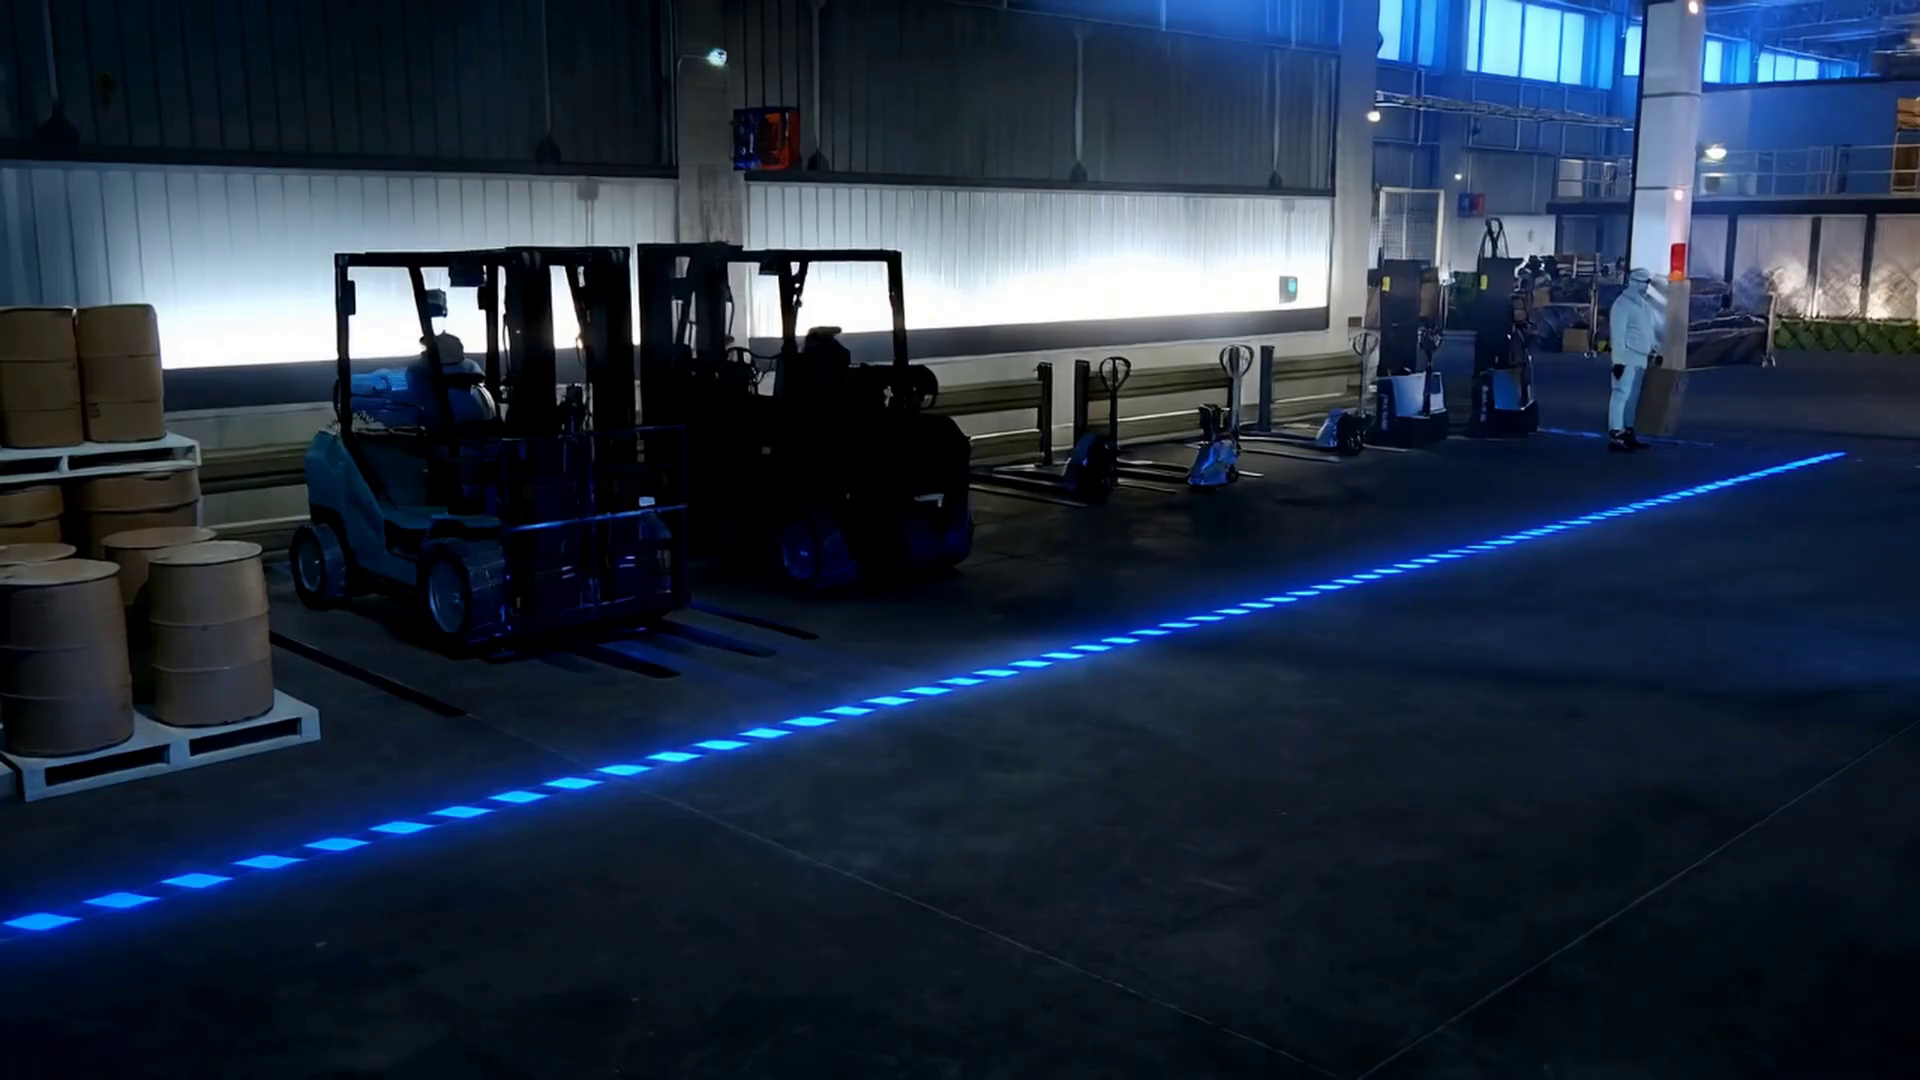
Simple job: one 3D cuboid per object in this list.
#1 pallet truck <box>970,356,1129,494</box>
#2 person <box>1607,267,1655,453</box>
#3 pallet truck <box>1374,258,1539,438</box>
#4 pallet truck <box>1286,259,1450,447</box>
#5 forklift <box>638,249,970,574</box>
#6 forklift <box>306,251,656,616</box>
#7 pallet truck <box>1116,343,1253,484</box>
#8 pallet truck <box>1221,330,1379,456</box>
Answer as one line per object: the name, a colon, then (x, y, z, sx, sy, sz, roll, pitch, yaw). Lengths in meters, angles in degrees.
pallet truck: (0.784, -1.085, 14.876, 0.680, 1.201, 1.601, -10, 14, -44)
person: (7.007, -1.873, 17.328, 0.642, 1.908, 0.409, -10, 14, -43)
pallet truck: (5.704, -2.208, 18.901, 1.885, 1.965, 0.823, 10, 14, 43)
pallet truck: (4.493, -2.078, 18.196, 0.823, 1.965, 1.885, -9, 14, -40)
forklift: (-1.173, -0.958, 11.239, 2.680, 1.987, 1.157, 10, 14, 43)
forklift: (-2.833, -0.669, 9.694, 1.157, 1.987, 2.680, -10, 14, -44)
pallet truck: (1.962, -1.215, 15.415, 1.522, 1.261, 0.704, 10, 14, 43)
pallet truck: (3.563, -1.581, 17.381, 0.653, 1.274, 1.630, -10, 14, -44)
